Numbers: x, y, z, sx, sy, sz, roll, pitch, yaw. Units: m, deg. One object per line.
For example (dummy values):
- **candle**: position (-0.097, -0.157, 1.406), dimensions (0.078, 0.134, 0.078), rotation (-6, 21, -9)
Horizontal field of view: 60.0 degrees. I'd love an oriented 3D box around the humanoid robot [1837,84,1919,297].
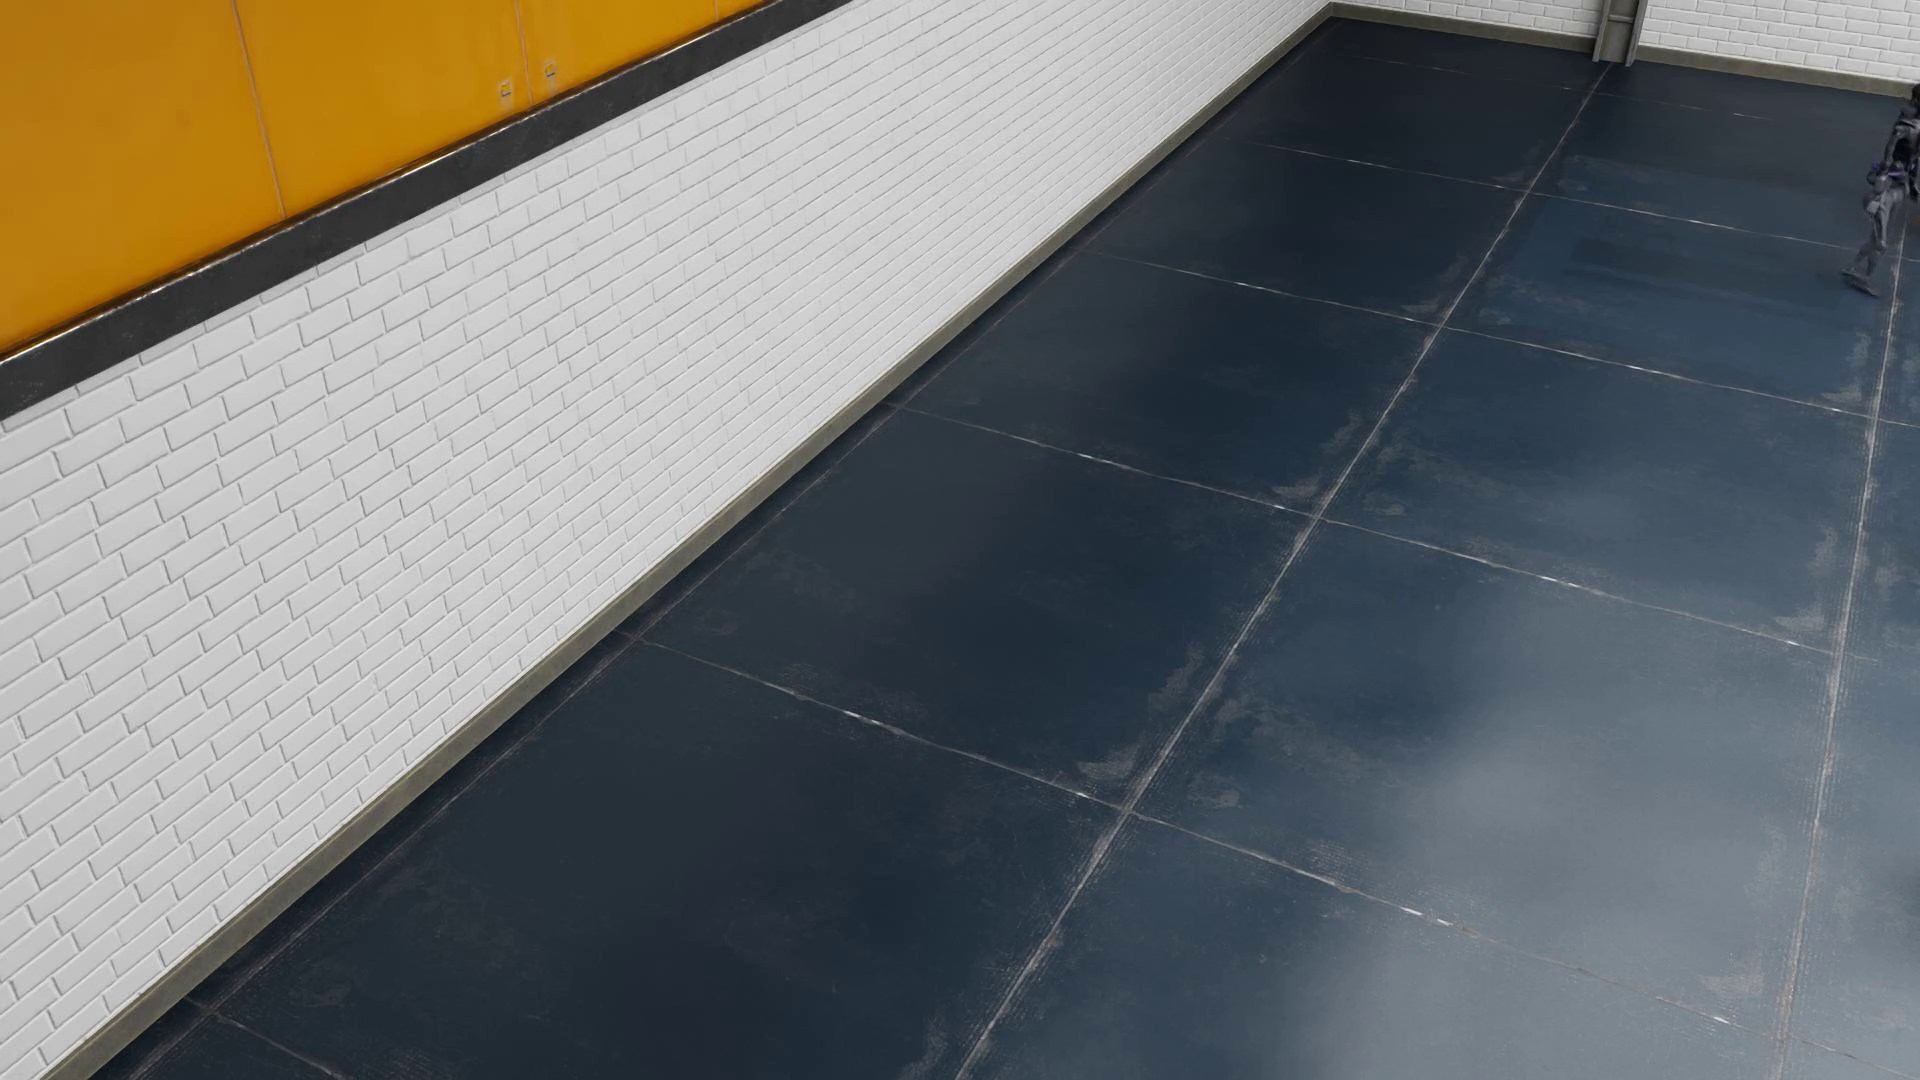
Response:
- **humanoid robot**: position (7.163, -2.701, 12.761), dimensions (0.609, 1.652, 0.528), rotation (-22, 40, -29)
